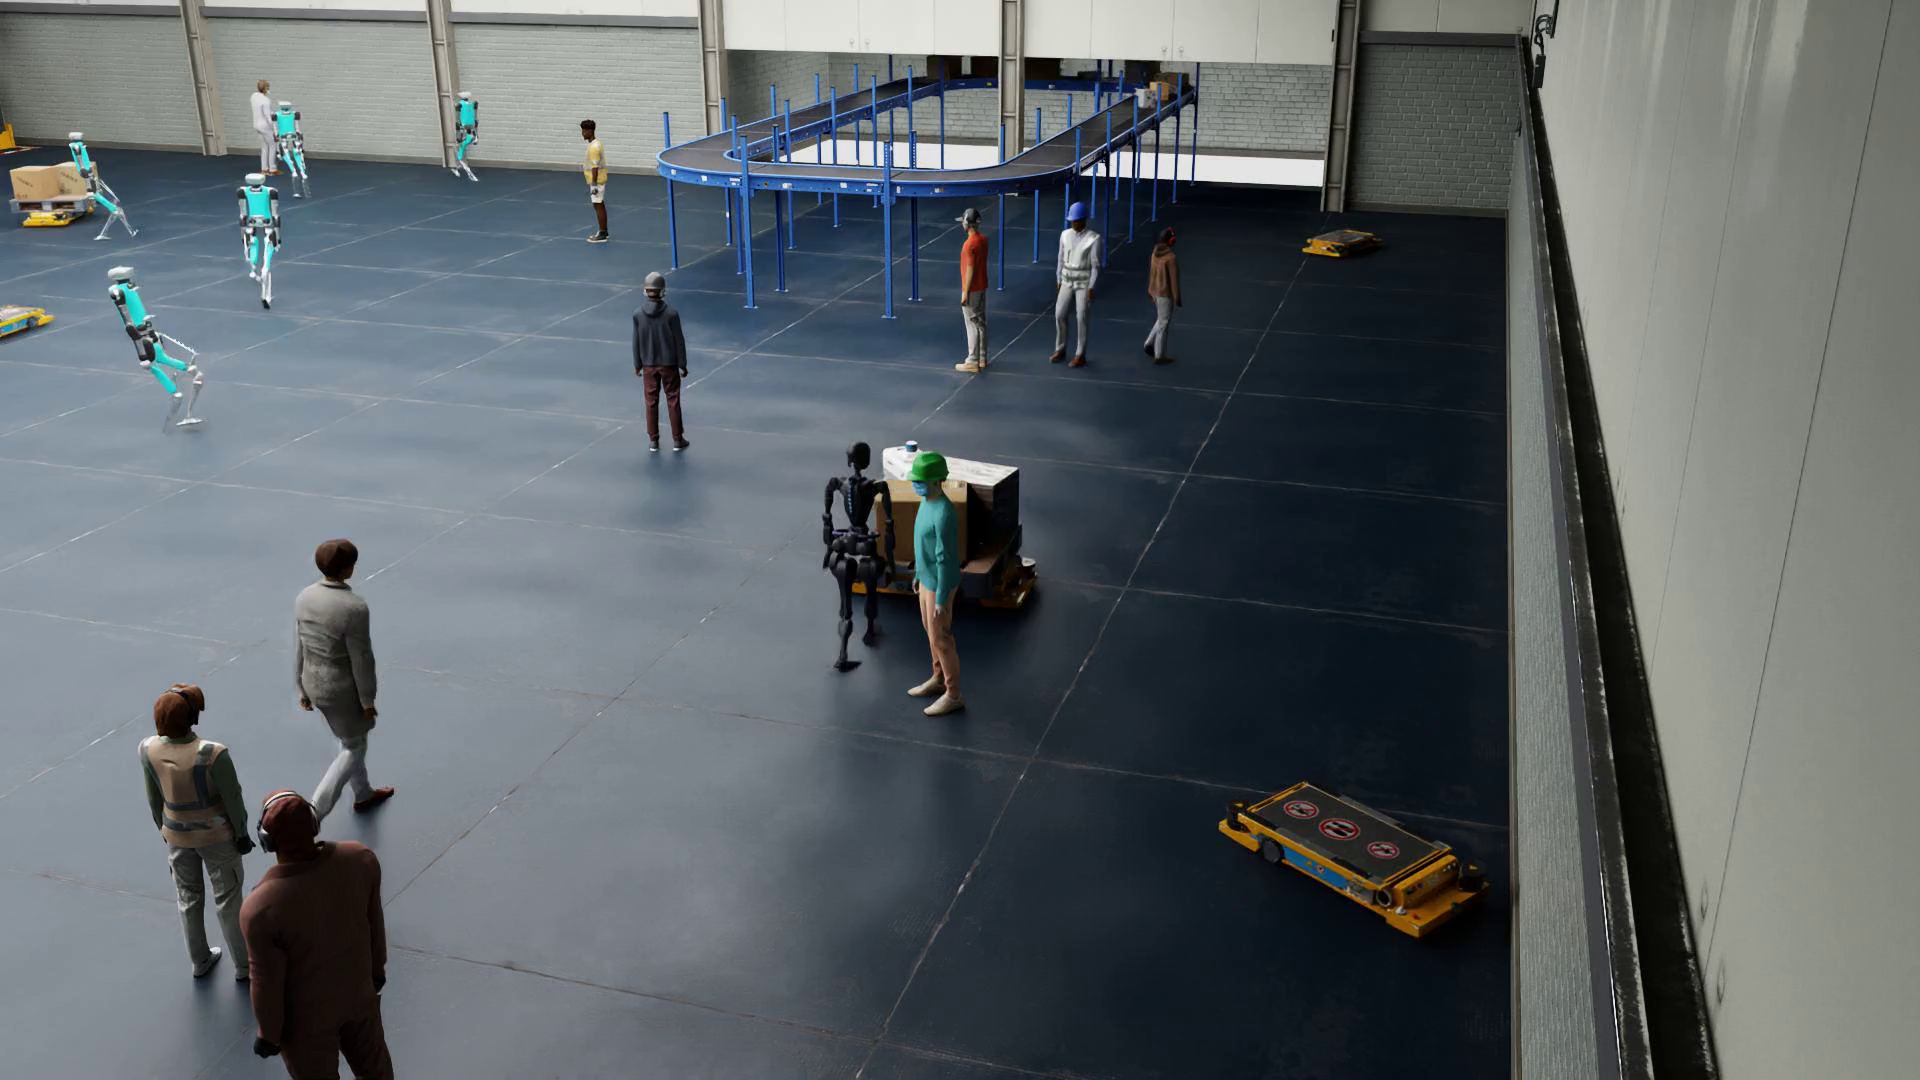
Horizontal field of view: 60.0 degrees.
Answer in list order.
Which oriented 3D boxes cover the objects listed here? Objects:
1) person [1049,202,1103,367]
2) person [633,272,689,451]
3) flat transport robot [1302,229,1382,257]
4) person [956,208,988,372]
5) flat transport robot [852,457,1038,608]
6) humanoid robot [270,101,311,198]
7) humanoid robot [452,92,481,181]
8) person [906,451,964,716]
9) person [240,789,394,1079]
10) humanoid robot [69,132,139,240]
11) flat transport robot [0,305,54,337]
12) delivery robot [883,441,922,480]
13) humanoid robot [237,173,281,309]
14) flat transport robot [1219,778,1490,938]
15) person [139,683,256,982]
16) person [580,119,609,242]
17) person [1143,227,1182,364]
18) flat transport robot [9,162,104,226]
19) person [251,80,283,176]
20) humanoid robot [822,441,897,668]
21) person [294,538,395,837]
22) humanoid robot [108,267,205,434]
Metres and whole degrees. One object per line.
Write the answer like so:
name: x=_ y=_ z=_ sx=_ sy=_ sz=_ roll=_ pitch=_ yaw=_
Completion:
person: x=1.385 y=-3.021 z=19.693 sx=0.631 sy=1.941 sz=0.467 roll=15 pitch=26 yaw=34
person: x=-2.996 y=-1.773 z=16.636 sx=0.535 sy=1.808 sz=0.377 roll=0 pitch=21 yaw=1
flat transport robot: x=6.076 y=-4.707 z=26.386 sx=0.659 sy=0.231 sz=1.431 roll=17 pitch=27 yaw=37
person: x=0.125 y=-2.929 z=19.496 sx=0.400 sy=1.909 sz=0.482 roll=9 pitch=23 yaw=23
flat transport robot: x=-0.139 y=0.286 z=13.435 sx=1.431 sy=0.231 sz=0.659 roll=6 pitch=22 yaw=14
humanoid robot: x=-12.306 y=-7.133 z=30.736 sx=0.543 sy=1.868 sz=0.671 roll=-18 pitch=27 yaw=-38
humanoid robot: x=-9.949 y=-7.995 z=32.941 sx=1.002 sy=1.771 sz=0.530 roll=14 pitch=25 yaw=32
person: x=-0.180 y=0.283 z=11.234 sx=0.371 sy=1.865 sz=0.508 roll=-6 pitch=22 yaw=-14
person: x=-2.688 y=1.904 z=6.975 sx=0.408 sy=1.902 sz=0.635 roll=13 pitch=25 yaw=31
humanoid robot: x=-13.864 y=-5.717 z=27.049 sx=0.886 sy=1.834 sz=0.559 roll=-9 pitch=23 yaw=-21
flat transport robot: x=-12.386 y=-2.744 z=21.294 sx=0.659 sy=0.231 sz=1.431 roll=3 pitch=21 yaw=9
delivery robot: x=-0.435 y=-0.600 z=15.356 sx=0.499 sy=0.608 sz=0.799 roll=-9 pitch=23 yaw=-22
humanoid robot: x=-9.547 y=-4.017 z=22.615 sx=0.558 sy=1.811 sz=0.903 roll=-3 pitch=21 yaw=-8
flat transport robot: x=2.242 y=1.784 z=9.549 sx=0.659 sy=0.231 sz=1.431 roll=-17 pitch=27 yaw=-36
person: x=-3.827 y=1.491 z=8.402 sx=0.513 sy=1.641 sz=0.306 roll=4 pitch=21 yaw=9
person: x=-5.899 y=-5.814 z=26.914 sx=0.377 sy=1.958 sz=0.601 roll=-3 pitch=21 yaw=-7
person: x=2.443 y=-2.903 z=19.797 sx=0.382 sy=1.642 sz=0.476 roll=-9 pitch=23 yaw=-23
flat transport robot: x=-15.651 y=-5.676 z=28.901 sx=0.659 sy=0.231 sz=1.431 roll=-3 pitch=21 yaw=-7
person: x=-13.871 y=-8.219 z=33.253 sx=0.657 sy=1.902 sz=0.434 roll=18 pitch=27 yaw=39
humanoid robot: x=-0.748 y=0.086 z=12.067 sx=0.600 sy=1.627 sz=0.714 roll=8 pitch=22 yaw=19
person: x=-3.698 y=0.898 z=9.734 sx=0.551 sy=1.793 sz=0.777 roll=10 pitch=23 yaw=24
humanoid robot: x=-8.207 y=-1.946 z=17.228 sx=0.900 sy=1.776 sz=0.553 roll=-4 pitch=21 yaw=-10
